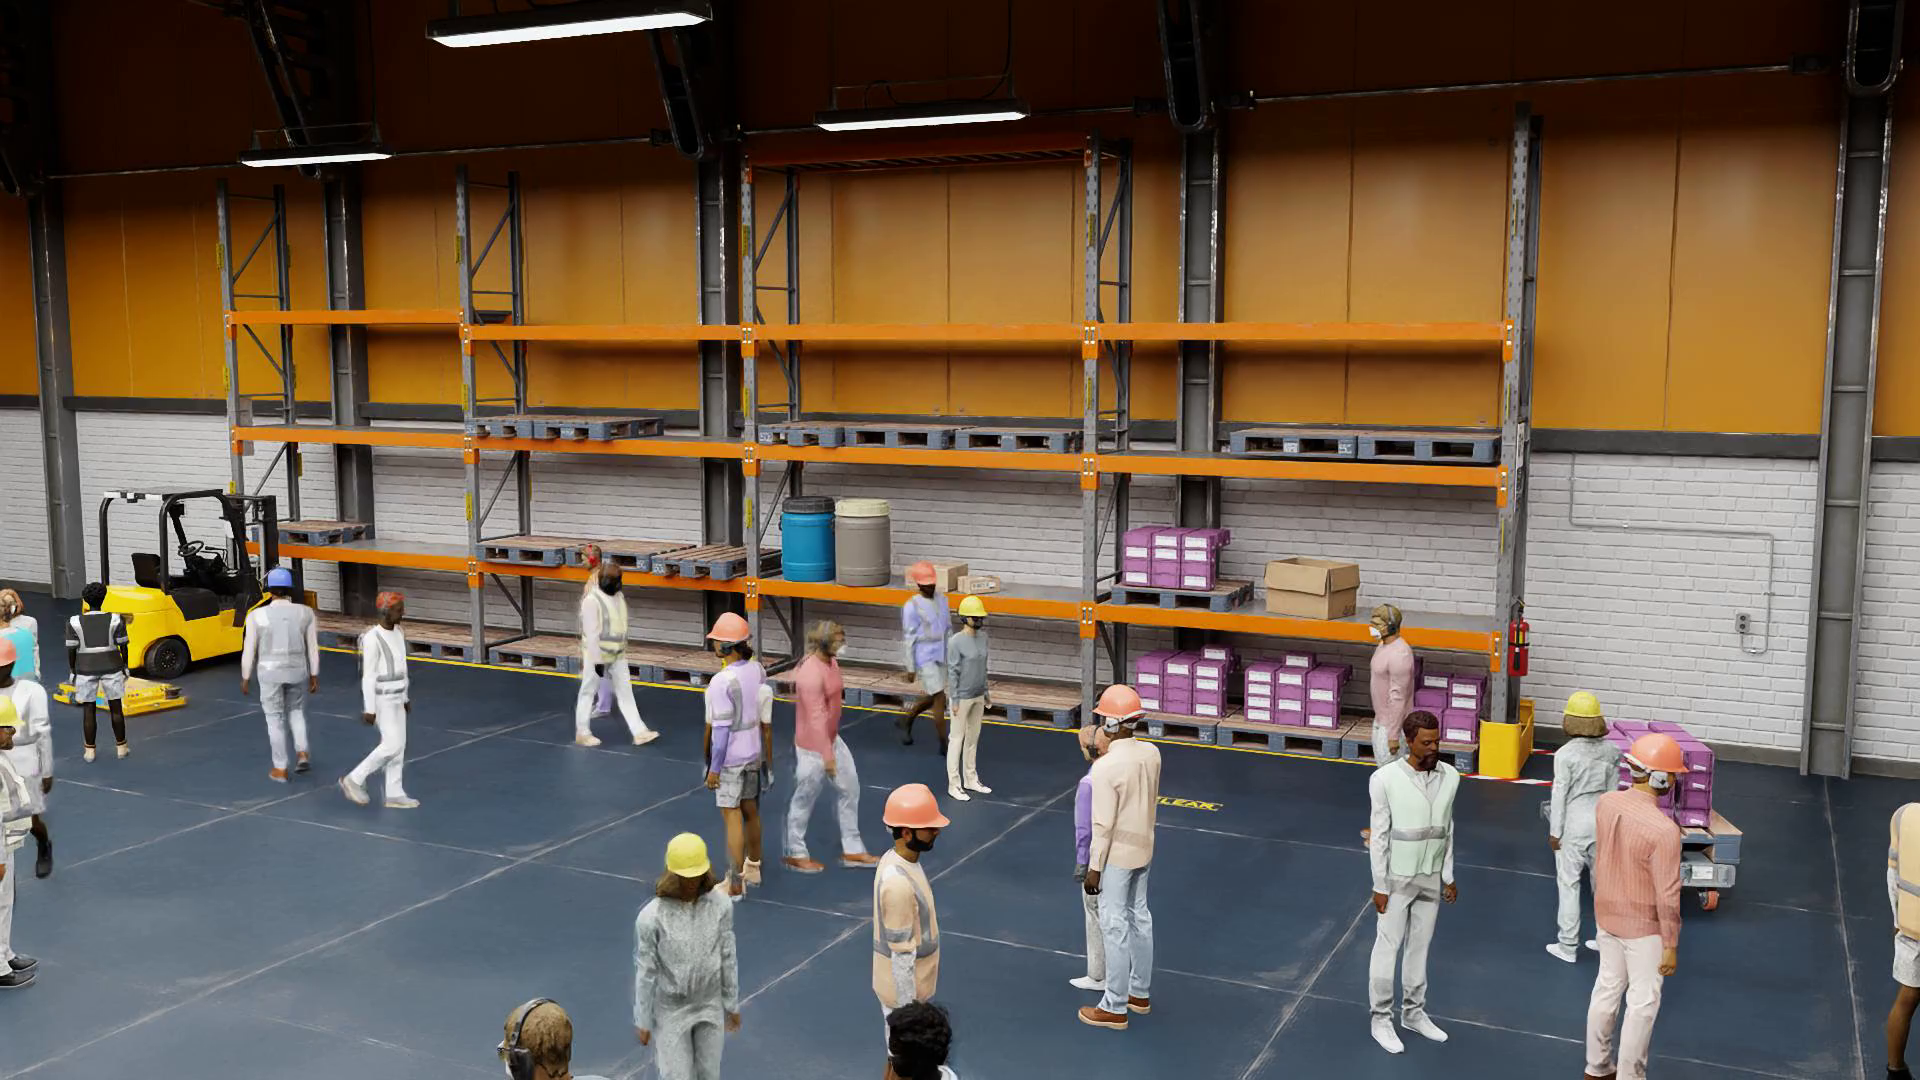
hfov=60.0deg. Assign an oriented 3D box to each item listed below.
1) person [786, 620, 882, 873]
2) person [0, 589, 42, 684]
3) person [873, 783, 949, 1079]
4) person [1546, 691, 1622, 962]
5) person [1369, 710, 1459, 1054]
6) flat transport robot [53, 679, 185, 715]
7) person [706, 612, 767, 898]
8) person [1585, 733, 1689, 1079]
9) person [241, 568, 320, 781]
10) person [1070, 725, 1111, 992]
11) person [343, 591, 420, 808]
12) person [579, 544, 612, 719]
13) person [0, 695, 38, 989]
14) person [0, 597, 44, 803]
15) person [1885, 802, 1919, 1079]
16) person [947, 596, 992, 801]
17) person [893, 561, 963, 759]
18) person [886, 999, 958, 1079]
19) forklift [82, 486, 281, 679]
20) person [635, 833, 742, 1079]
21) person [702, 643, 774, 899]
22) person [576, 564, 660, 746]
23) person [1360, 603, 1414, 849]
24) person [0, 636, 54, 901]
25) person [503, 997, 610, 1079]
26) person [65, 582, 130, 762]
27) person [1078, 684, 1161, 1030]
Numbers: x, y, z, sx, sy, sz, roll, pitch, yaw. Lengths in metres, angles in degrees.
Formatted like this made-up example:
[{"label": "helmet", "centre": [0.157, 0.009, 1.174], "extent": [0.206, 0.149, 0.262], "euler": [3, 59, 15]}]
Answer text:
[{"label": "person", "centre": [-0.922, 1.545, 12.325], "extent": [0.864, 1.903, 0.647], "euler": [2, 7, 16]}, {"label": "person", "centre": [-8.967, 1.270, 15.726], "extent": [0.498, 1.634, 0.282], "euler": [-6, 9, -43]}, {"label": "person", "centre": [-0.228, 2.083, 7.768], "extent": [0.358, 1.938, 0.548], "euler": [0, 7, -3]}, {"label": "person", "centre": [3.993, 1.833, 10.688], "extent": [0.489, 1.737, 0.321], "euler": [-2, 7, -14]}, {"label": "person", "centre": [2.552, 1.895, 9.397], "extent": [0.588, 1.920, 0.398], "euler": [-3, 8, -25]}, {"label": "flat transport robot", "centre": [-9.133, 1.665, 18.046], "extent": [1.431, 0.197, 0.652], "euler": [4, 8, 33]}, {"label": "person", "centre": [-1.622, 1.530, 11.888], "extent": [0.365, 2.048, 0.608], "euler": [3, 7, 21]}, {"label": "person", "centre": [3.503, 1.966, 8.574], "extent": [0.410, 1.980, 0.624], "euler": [-2, 7, -15]}, {"label": "person", "centre": [-6.129, 1.216, 15.004], "extent": [0.625, 1.926, 0.436], "euler": [-6, 9, -41]}, {"label": "person", "centre": [0.863, 1.941, 10.210], "extent": [0.317, 1.629, 0.508], "euler": [4, 8, 28]}, {"label": "person", "centre": [-4.882, 1.356, 14.061], "extent": [0.510, 1.868, 0.570], "euler": [1, 7, 5]}, {"label": "person", "centre": [-3.790, 0.958, 17.471], "extent": [0.390, 1.838, 0.563], "euler": [-1, 7, -7]}, {"label": "person", "centre": [-5.910, 1.848, 10.210], "extent": [0.403, 1.820, 0.603], "euler": [-4, 8, -30]}, {"label": "person", "centre": [-7.943, 1.387, 13.940], "extent": [0.377, 1.836, 0.566], "euler": [1, 7, 6]}, {"label": "person", "centre": [5.010, 1.993, 8.515], "extent": [0.361, 1.935, 0.553], "euler": [-1, 7, -8]}, {"label": "person", "centre": [0.089, 1.360, 14.439], "extent": [0.317, 1.769, 0.522], "euler": [5, 9, 38]}, {"label": "person", "centre": [-0.304, 1.122, 15.907], "extent": [0.838, 1.890, 0.566], "euler": [5, 9, 37]}, {"label": "person", "centre": [-0.067, 2.441, 5.874], "extent": [0.378, 1.678, 0.545], "euler": [-1, 7, -6]}, {"label": "forklift", "centre": [-9.426, 0.454, 20.179], "extent": [1.214, 2.155, 2.313], "euler": [3, 8, 26]}, {"label": "person", "centre": [-1.265, 2.188, 7.754], "extent": [0.494, 1.727, 0.404], "euler": [-5, 9, -38]}, {"label": "person", "centre": [-1.615, 1.619, 12.089], "extent": [0.523, 1.817, 0.889], "euler": [-1, 7, -7]}, {"label": "person", "centre": [-3.370, 1.134, 16.160], "extent": [0.938, 1.793, 0.653], "euler": [3, 8, 25]}, {"label": "person", "centre": [3.363, 1.451, 13.026], "extent": [0.376, 1.933, 0.625], "euler": [1, 7, 5]}, {"label": "person", "centre": [-6.718, 1.606, 11.777], "extent": [0.551, 1.920, 0.665], "euler": [-2, 7, -16]}, {"label": "person", "centre": [-1.289, 2.393, 5.265], "extent": [0.382, 1.929, 0.635], "euler": [3, 7, 23]}, {"label": "person", "centre": [-8.134, 1.240, 15.718], "extent": [0.540, 1.695, 0.317], "euler": [-4, 8, -28]}, {"label": "person", "centre": [0.930, 1.825, 9.668], "extent": [0.382, 1.995, 0.612], "euler": [5, 9, 37]}]
